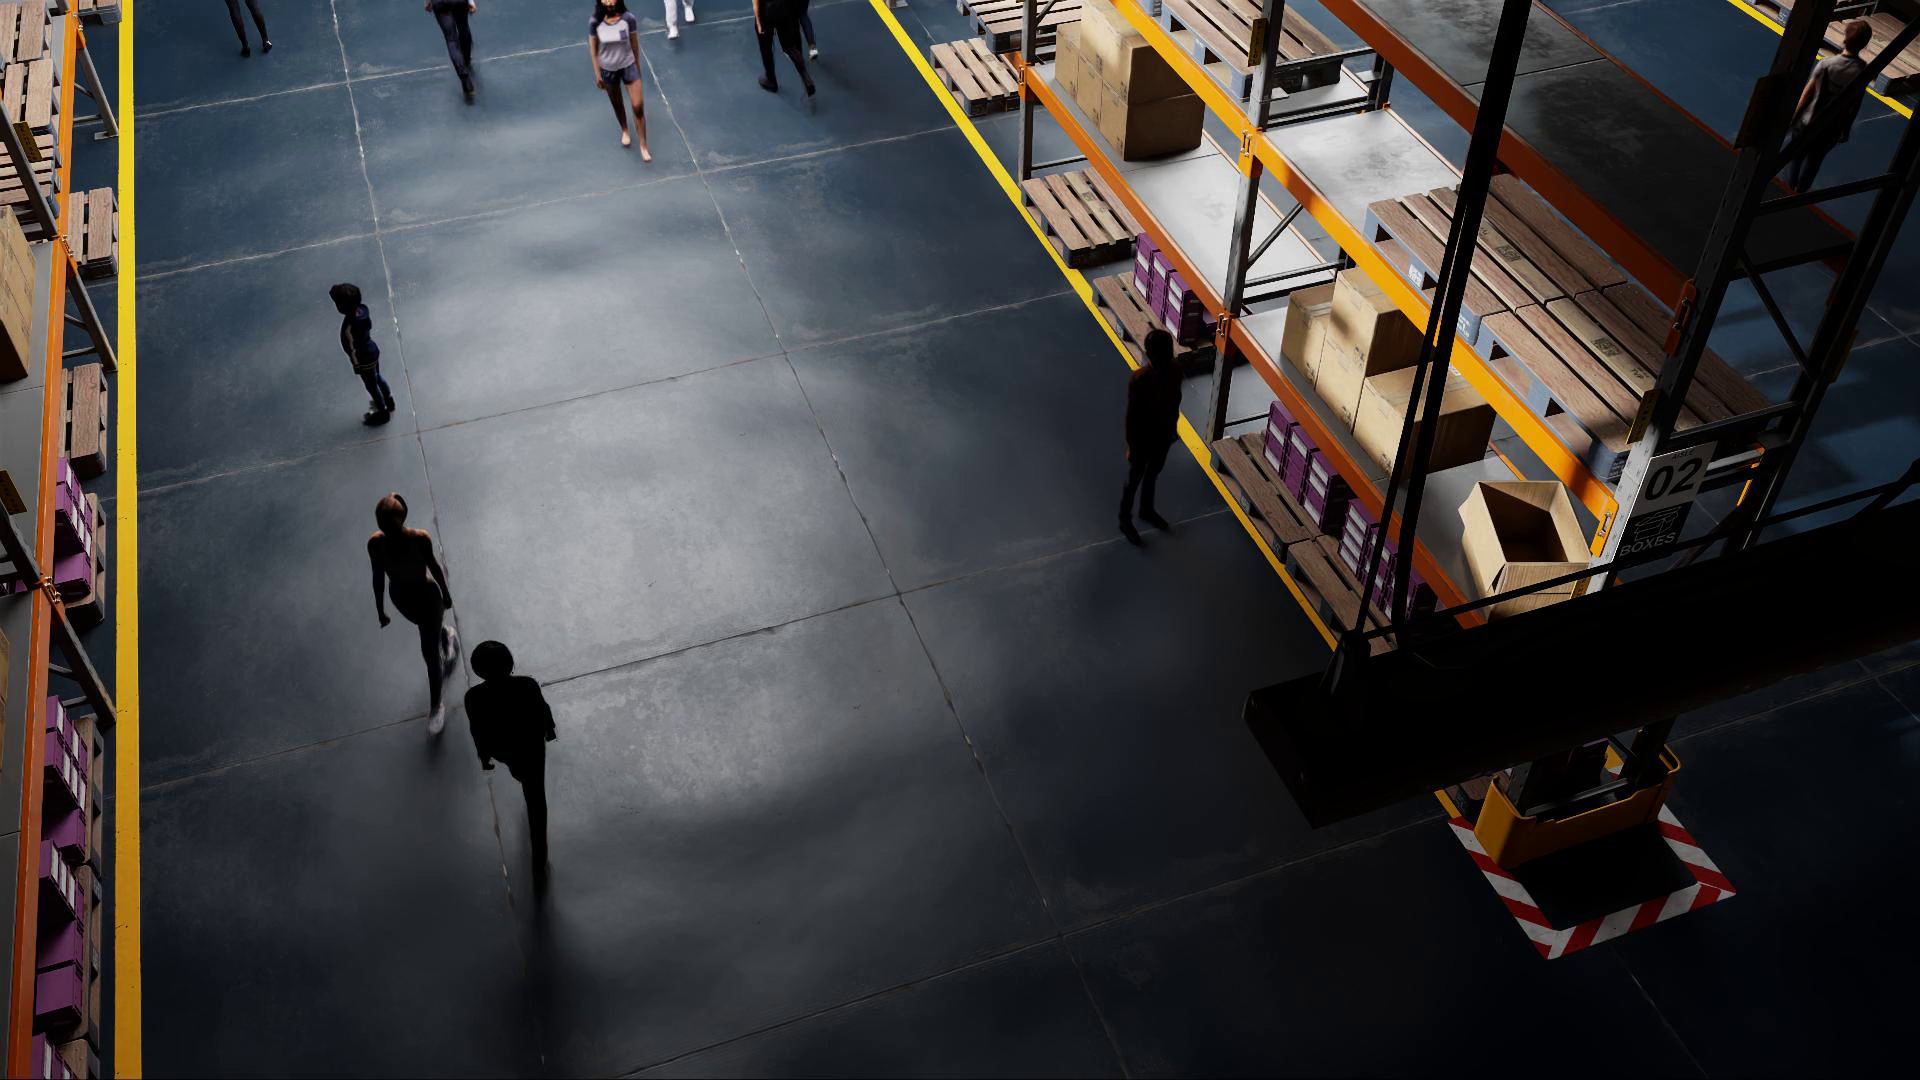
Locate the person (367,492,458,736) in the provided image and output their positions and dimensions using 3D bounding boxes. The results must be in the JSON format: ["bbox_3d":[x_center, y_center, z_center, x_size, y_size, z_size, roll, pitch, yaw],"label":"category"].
[{"bbox_3d":[-3.468,0.334,10.669,0.832,1.659,1.206,-2,44,-2],"label":"person"}]

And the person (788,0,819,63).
[{"bbox_3d":[-1.625,-5.543,16.864,0.678,1.624,0.768,-25,49,-24],"label":"person"}]

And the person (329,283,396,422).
[{"bbox_3d":[-4.616,-1.458,12.868,0.631,1.220,0.500,-1,44,-1],"label":"person"}]

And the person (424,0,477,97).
[{"bbox_3d":[-5.054,-5.299,16.464,0.675,1.821,1.244,-16,46,-16],"label":"person"}]

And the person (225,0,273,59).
[{"bbox_3d":[-7.473,-5.821,17.054,0.614,1.763,0.538,-20,47,-19],"label":"person"}]

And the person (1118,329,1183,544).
[{"bbox_3d":[1.327,-0.753,11.721,0.698,1.781,0.628,-28,50,-26],"label":"person"}]

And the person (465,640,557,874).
[{"bbox_3d":[-2.578,1.260,9.717,0.708,1.630,1.134,-9,44,-9],"label":"person"}]

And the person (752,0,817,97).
[{"bbox_3d":[-1.789,-5.138,16.410,0.818,1.663,1.090,-25,49,-24],"label":"person"}]

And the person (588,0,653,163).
[{"bbox_3d":[-3.234,-4.498,15.724,0.685,1.682,0.931,-7,44,-8],"label":"person"}]

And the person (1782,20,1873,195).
[{"bbox_3d":[7.610,-3.652,14.697,1.087,1.874,1.192,14,45,14],"label":"person"}]
